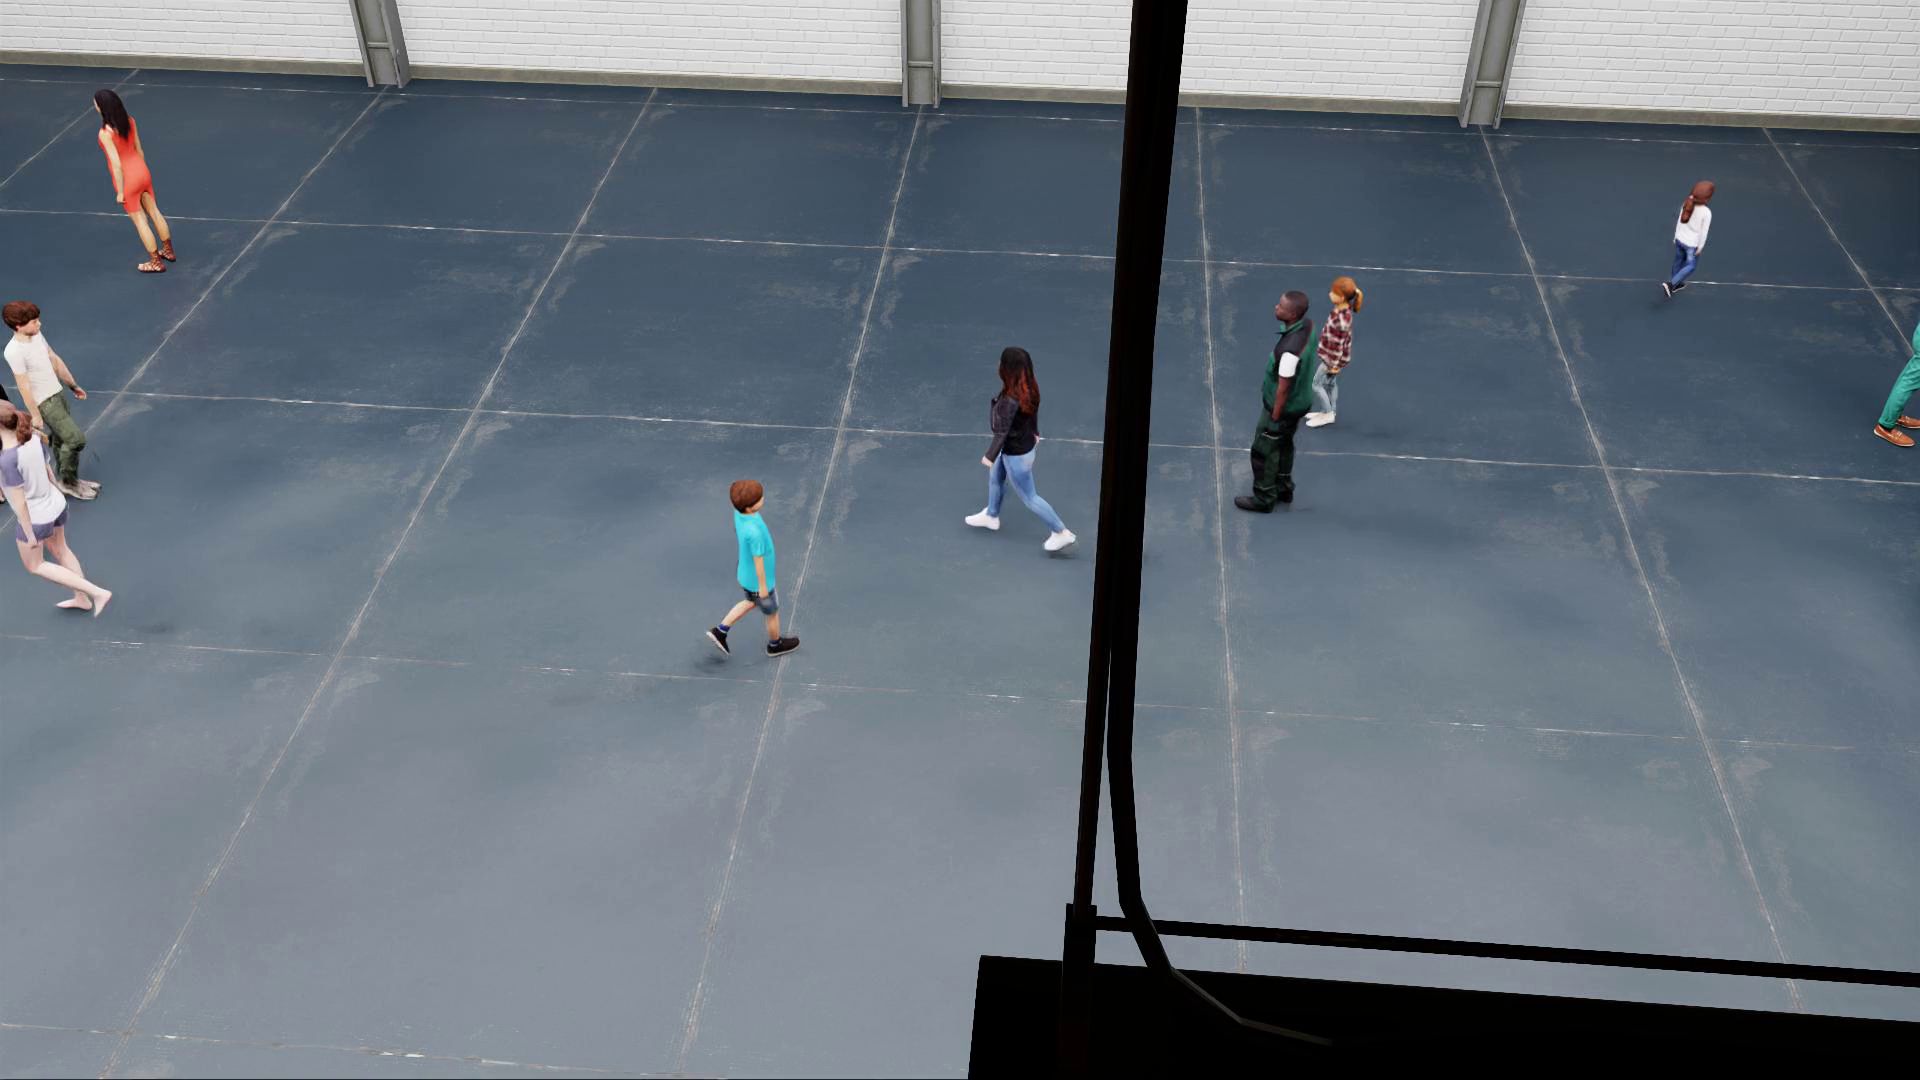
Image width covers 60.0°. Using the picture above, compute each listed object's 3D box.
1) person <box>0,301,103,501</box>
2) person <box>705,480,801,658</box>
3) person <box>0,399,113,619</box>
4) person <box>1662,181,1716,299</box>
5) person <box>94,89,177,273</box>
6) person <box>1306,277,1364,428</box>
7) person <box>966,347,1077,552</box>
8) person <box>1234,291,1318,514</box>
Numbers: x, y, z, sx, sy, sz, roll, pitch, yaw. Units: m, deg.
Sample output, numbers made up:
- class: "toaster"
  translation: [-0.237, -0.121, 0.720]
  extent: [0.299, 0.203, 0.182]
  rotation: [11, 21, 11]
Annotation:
- class: "person"
  translation: [-6.752, -1.011, 12.167]
  extent: [0.644, 1.644, 0.622]
  rotation: [-4, 39, -4]
- class: "person"
  translation: [-1.387, 0.217, 10.798]
  extent: [0.918, 1.434, 0.757]
  rotation: [-15, 41, -18]
- class: "person"
  translation: [-6.018, -0.163, 11.021]
  extent: [0.729, 1.751, 0.578]
  rotation: [4, 39, 5]
- class: "person"
  translation: [6.392, -2.635, 14.635]
  extent: [0.731, 1.102, 0.649]
  rotation: [-23, 44, -26]
- class: "person"
  translation: [-7.394, -3.213, 14.865]
  extent: [0.552, 1.719, 0.615]
  rotation: [8, 39, 10]
- class: "person"
  translation: [2.985, -1.450, 12.994]
  extent: [0.545, 1.299, 0.564]
  rotation: [7, 39, 8]
- class: "person"
  translation: [0.476, -0.600, 11.689]
  extent: [1.132, 1.598, 0.764]
  rotation: [9, 40, 12]
- class: "person"
  translation: [2.378, -0.998, 12.001]
  extent: [0.785, 1.832, 0.786]
  rotation: [15, 41, 18]
